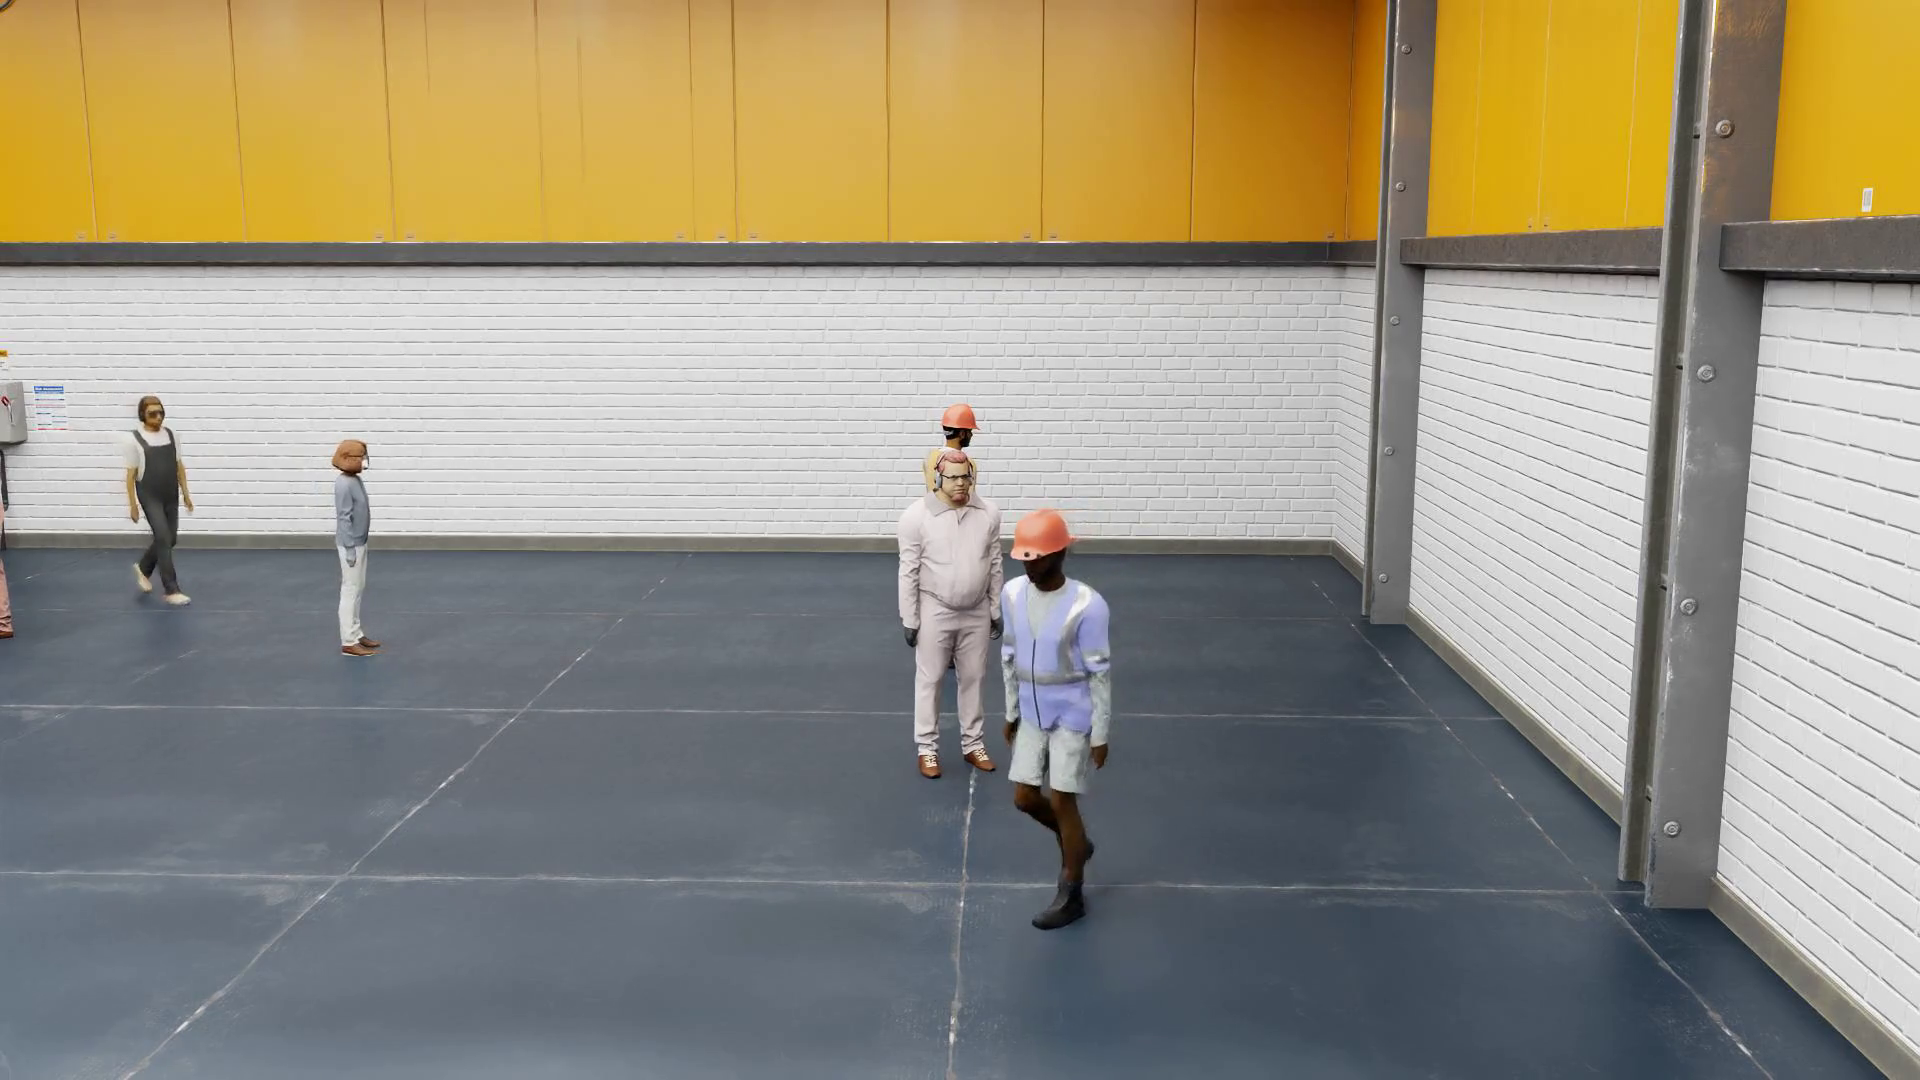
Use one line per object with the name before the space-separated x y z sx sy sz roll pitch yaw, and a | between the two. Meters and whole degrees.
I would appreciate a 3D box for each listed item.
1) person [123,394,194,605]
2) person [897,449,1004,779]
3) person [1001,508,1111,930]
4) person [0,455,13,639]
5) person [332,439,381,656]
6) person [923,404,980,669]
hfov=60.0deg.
person | -7.005 -0.366 14.430 0.827 1.822 0.515 5 11 28
person | -0.038 0.423 9.583 0.640 1.902 0.402 -4 11 -24
person | 0.428 0.783 7.443 0.592 1.909 0.589 8 13 41
person | -7.699 -0.163 13.025 0.402 1.901 0.647 -6 11 -30
person | -4.559 0.050 12.535 0.266 1.631 0.507 -1 10 -8
person | -0.031 -0.028 12.138 0.382 1.932 0.541 -8 12 -38
